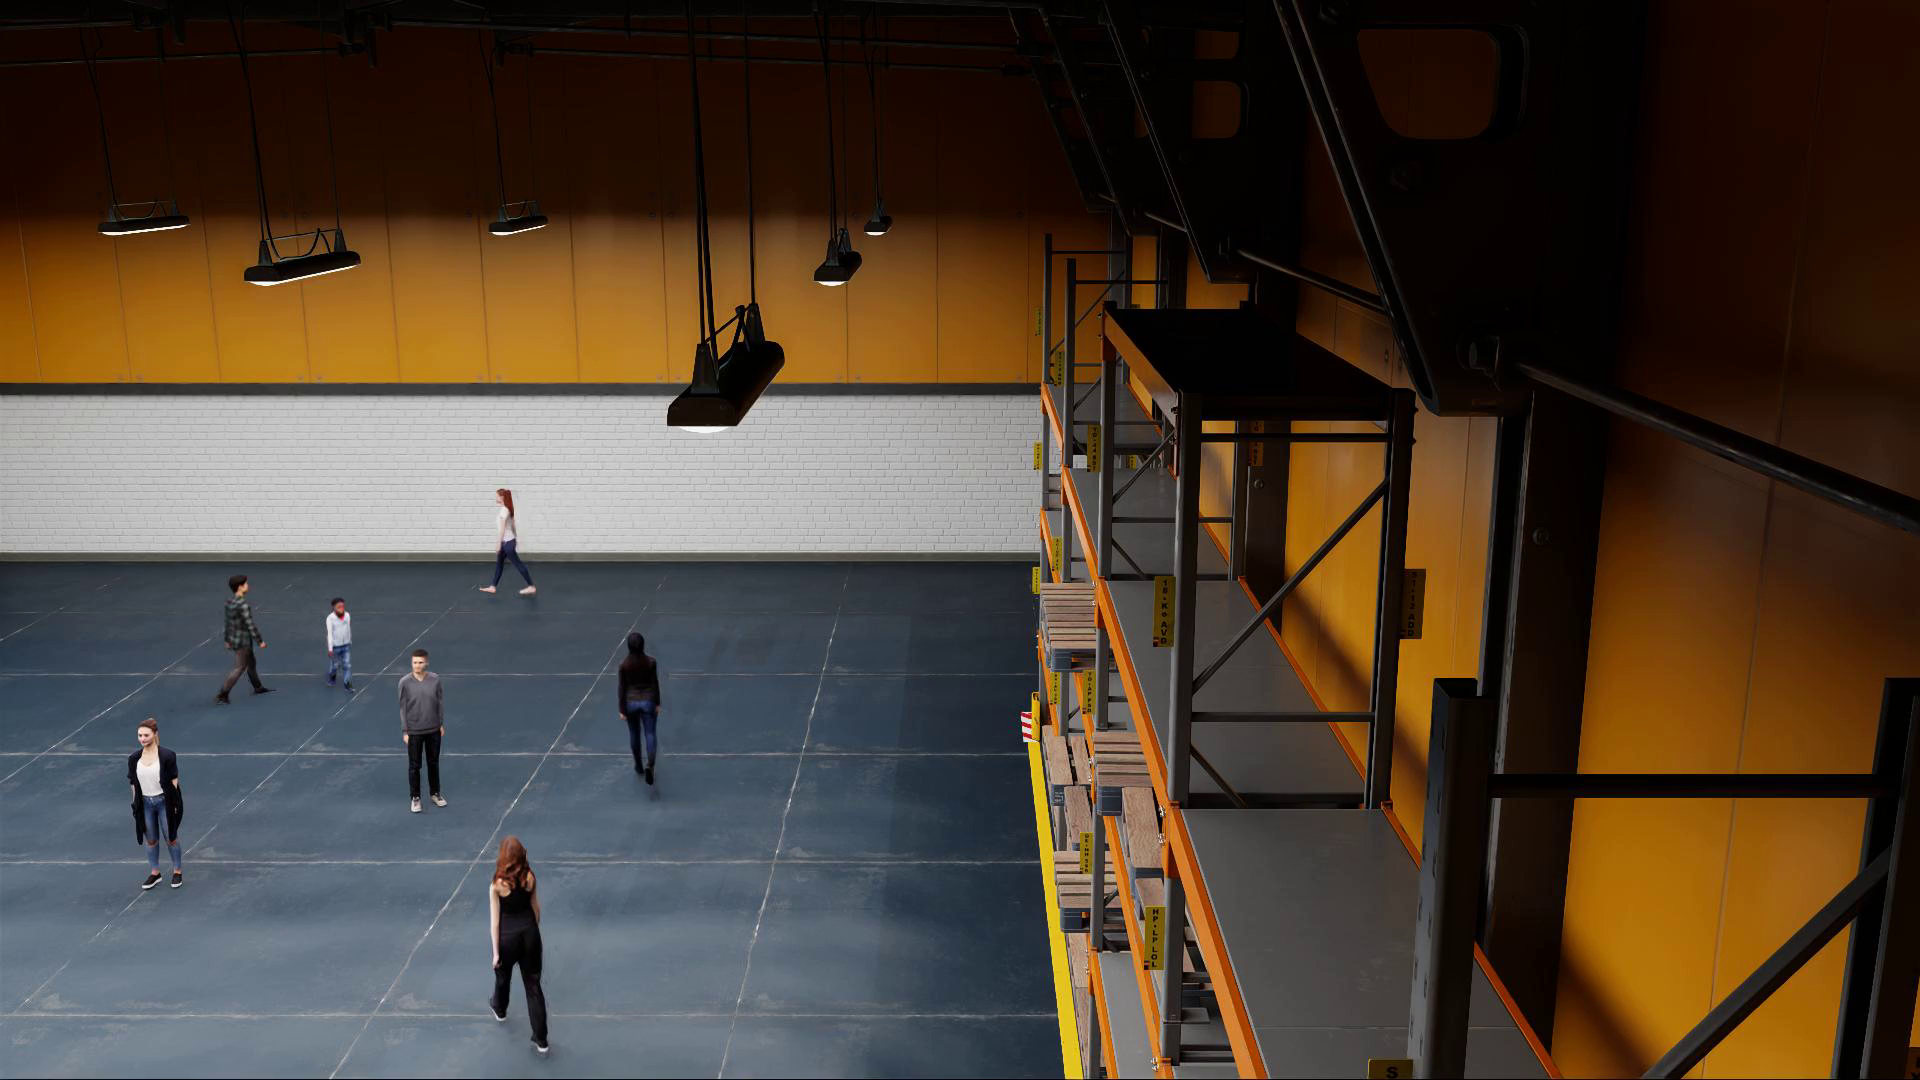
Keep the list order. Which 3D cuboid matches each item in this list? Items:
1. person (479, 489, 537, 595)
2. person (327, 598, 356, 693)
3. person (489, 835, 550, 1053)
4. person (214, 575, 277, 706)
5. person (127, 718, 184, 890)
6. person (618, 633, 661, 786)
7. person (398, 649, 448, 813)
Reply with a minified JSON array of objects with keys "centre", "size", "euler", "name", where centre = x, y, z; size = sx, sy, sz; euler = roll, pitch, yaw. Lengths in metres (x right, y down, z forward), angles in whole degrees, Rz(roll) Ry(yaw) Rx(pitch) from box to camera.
[{"centre":[-7.002,0.070,26.105],"size":[0.681,1.690,1.069],"euler":[-1,14,-3],"name":"person"},{"centre":[-8.129,1.353,21.740],"size":[0.716,1.250,0.799],"euler":[-11,18,-39],"name":"person"},{"centre":[-3.443,3.215,13.110],"size":[1.036,1.692,1.218],"euler":[-9,16,-33],"name":"person"},{"centre":[-9.301,1.300,21.323],"size":[1.109,1.698,1.103],"euler":[-12,18,-41],"name":"person"},{"centre":[-7.707,2.526,15.978],"size":[0.650,1.683,0.585],"euler":[-1,14,-6],"name":"person"},{"centre":[-3.538,1.892,18.503],"size":[0.819,1.727,1.120],"euler":[-4,14,-17],"name":"person"},{"centre":[-5.779,2.022,17.895],"size":[0.702,1.760,0.717],"euler":[-8,16,-31],"name":"person"}]
